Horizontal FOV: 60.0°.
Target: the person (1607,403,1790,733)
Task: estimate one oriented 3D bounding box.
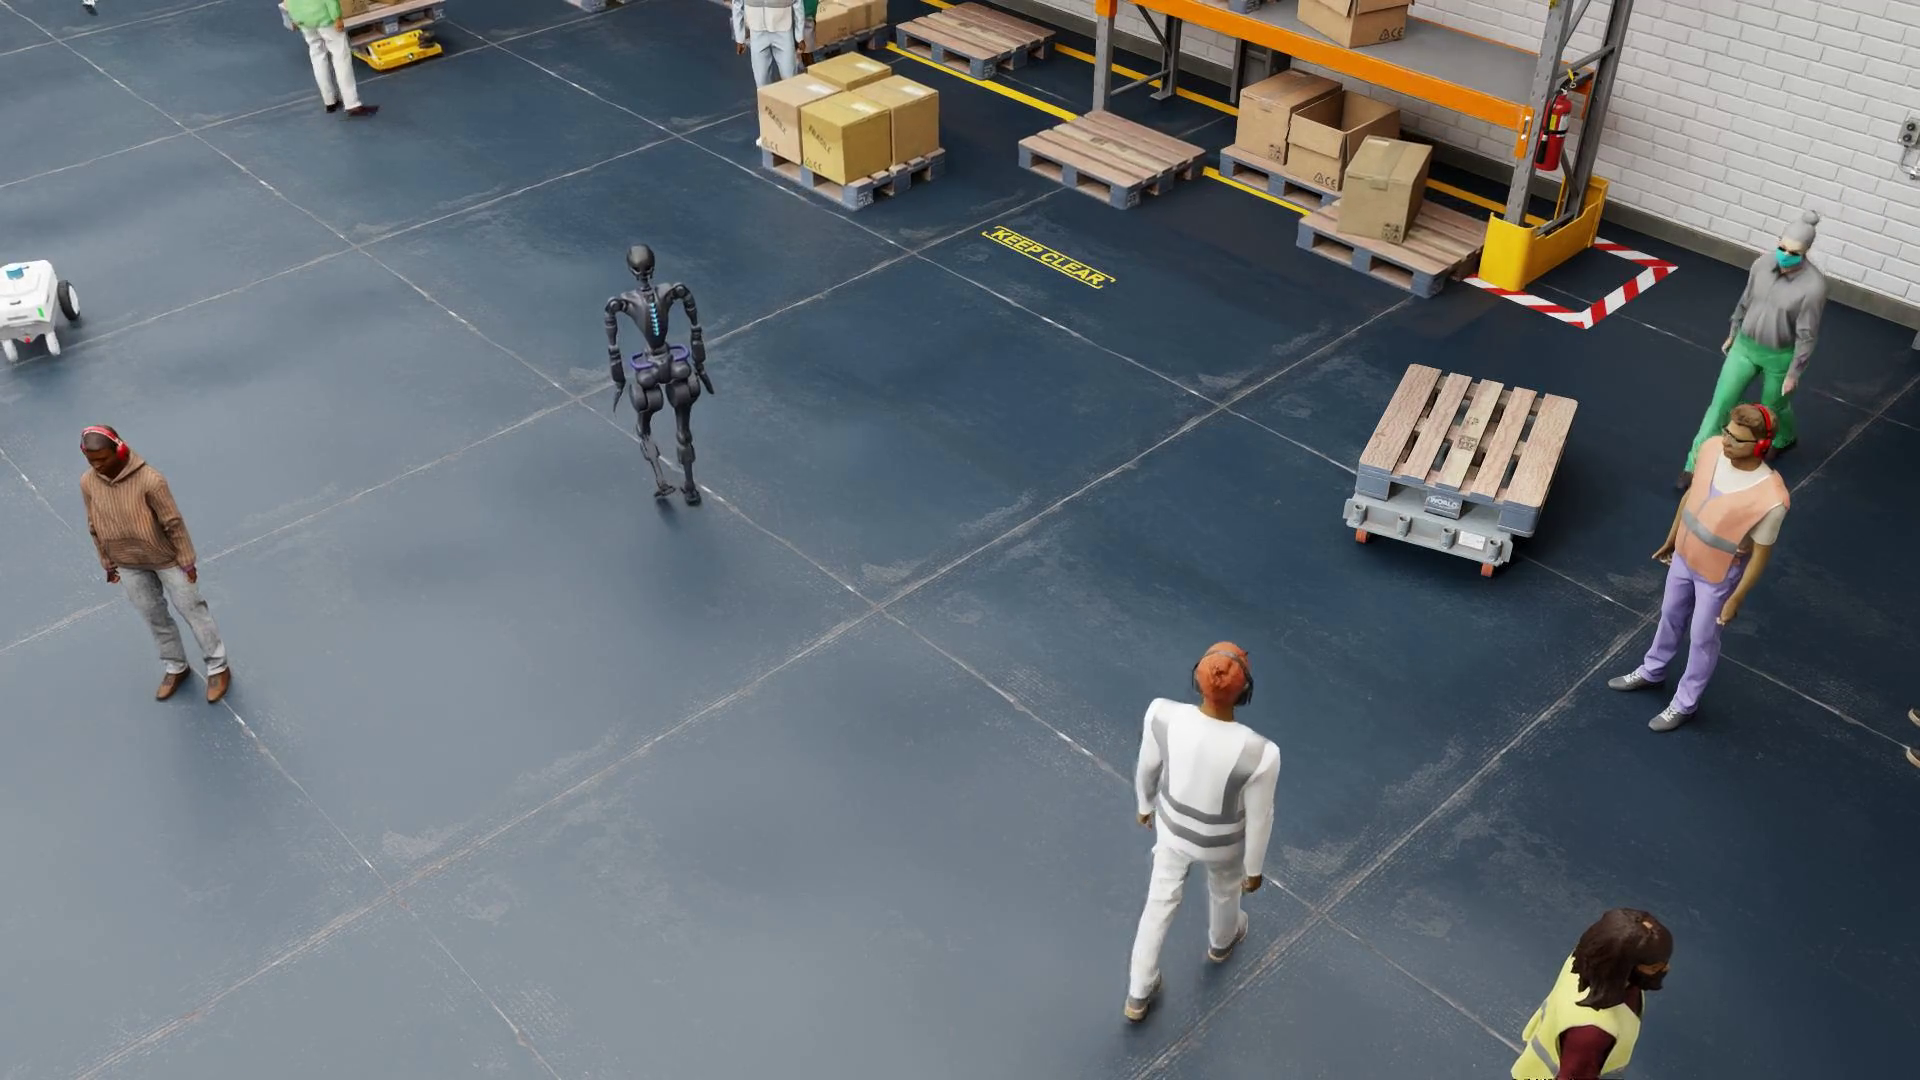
[{"bbox_3d":[3.631,0.130,8.052,0.389,1.847,0.562,-10,38,-13],"label":"person"}]

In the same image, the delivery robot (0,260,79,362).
[{"bbox_3d":[-6.418,-1.620,11.449,0.499,0.606,0.807,-11,39,-15],"label":"delivery robot"}]

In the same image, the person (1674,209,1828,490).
[{"bbox_3d":[4.779,-1.149,9.791,0.934,1.802,0.565,-24,43,-28],"label":"person"}]

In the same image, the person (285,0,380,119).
[{"bbox_3d":[-5.512,-4.535,14.313,0.703,1.742,0.390,14,39,18],"label":"person"}]

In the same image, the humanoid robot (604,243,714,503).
[{"bbox_3d":[-1.722,-0.937,9.601,0.591,1.642,0.365,-14,39,-18],"label":"humanoid robot"}]

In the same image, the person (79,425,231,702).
[{"bbox_3d":[-4.012,0.104,8.254,0.472,1.644,0.334,1,37,1],"label":"person"}]

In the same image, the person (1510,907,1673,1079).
[{"bbox_3d":[2.109,1.891,5.787,0.372,1.767,0.469,17,40,21],"label":"person"}]

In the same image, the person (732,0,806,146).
[{"bbox_3d":[-1.569,-4.193,13.731,0.596,1.907,0.410,1,37,2],"label":"person"}]

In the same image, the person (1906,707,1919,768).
[{"bbox_3d":[4.920,0.280,7.757,0.364,1.961,0.611,18,41,22],"label":"person"}]

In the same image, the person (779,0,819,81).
[{"bbox_3d":[-1.427,-4.438,14.098,0.493,1.849,0.397,-12,39,-16],"label":"person"}]

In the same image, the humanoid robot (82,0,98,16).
[{"bbox_3d":[-8.804,-6.052,16.344,0.530,1.773,0.973,-8,38,-10],"label":"humanoid robot"}]

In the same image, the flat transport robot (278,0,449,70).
[{"bbox_3d":[-5.655,-4.852,15.957,1.431,0.231,0.659,31,47,34],"label":"flat transport robot"}]

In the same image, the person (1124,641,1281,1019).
[{"bbox_3d":[0.974,1.155,6.699,0.590,1.859,0.791,20,41,24],"label":"person"}]
